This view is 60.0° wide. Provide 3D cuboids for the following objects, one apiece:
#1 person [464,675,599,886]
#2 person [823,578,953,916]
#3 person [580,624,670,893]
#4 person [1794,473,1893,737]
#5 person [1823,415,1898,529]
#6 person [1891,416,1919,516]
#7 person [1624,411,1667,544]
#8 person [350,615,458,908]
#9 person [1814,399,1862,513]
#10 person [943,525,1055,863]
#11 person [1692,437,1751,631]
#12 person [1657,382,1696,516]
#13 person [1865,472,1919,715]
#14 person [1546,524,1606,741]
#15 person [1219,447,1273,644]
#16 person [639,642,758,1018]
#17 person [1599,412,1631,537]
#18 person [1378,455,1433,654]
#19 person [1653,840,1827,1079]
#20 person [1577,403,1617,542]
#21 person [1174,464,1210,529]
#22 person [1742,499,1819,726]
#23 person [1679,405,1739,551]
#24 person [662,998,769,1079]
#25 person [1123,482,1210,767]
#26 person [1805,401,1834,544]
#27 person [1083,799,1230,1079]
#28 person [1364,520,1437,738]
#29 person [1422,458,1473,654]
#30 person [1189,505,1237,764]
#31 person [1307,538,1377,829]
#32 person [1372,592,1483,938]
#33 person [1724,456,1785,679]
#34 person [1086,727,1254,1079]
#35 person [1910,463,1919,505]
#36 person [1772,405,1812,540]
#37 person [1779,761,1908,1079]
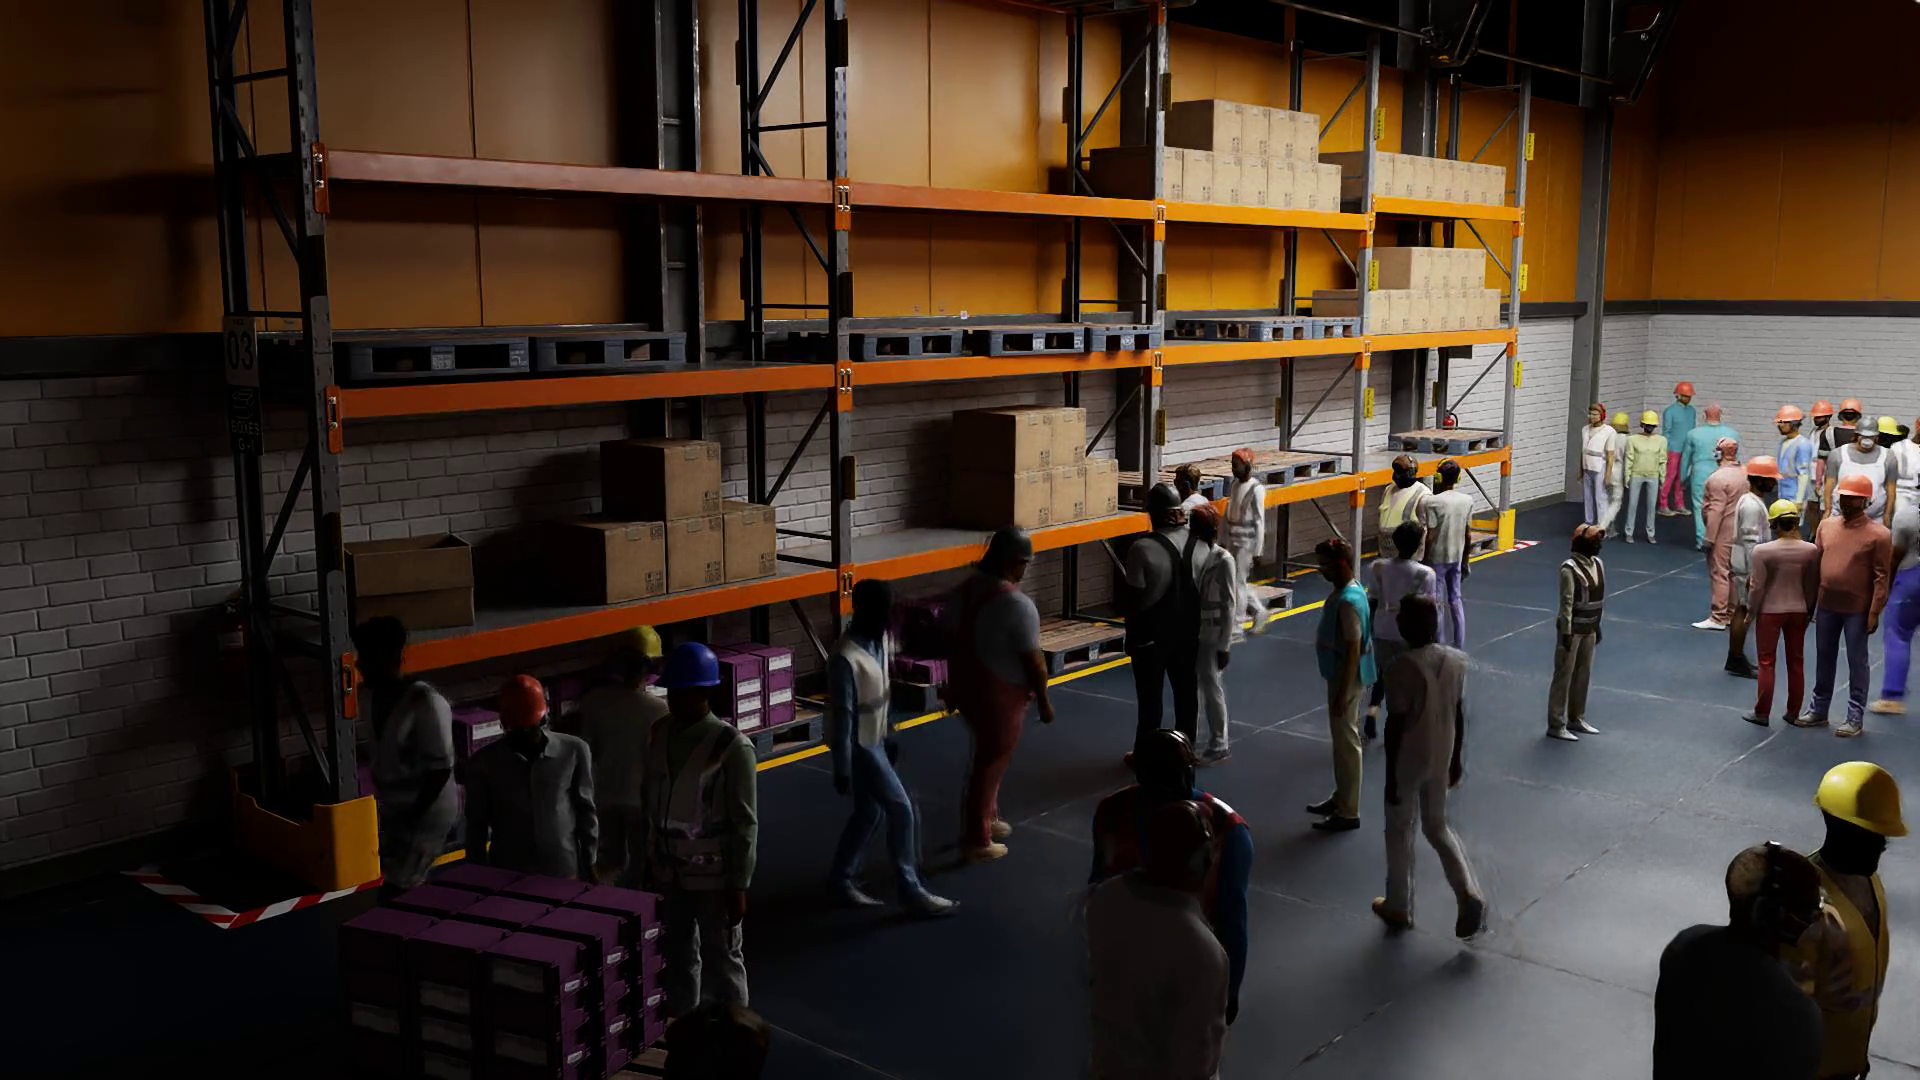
[{"bbox_3d":[-1.874,1.433,7.320,0.576,1.736,0.355,-3,9,-20],"label":"person"},{"bbox_3d":[-0.413,1.109,9.018,0.657,1.870,0.602,2,9,14],"label":"person"},{"bbox_3d":[-1.646,1.297,8.175,0.556,1.734,0.579,3,9,18],"label":"person"},{"bbox_3d":[6.706,0.482,12.611,0.375,1.997,0.612,-5,10,-29],"label":"person"},{"bbox_3d":[9.554,-0.326,17.683,0.686,2.000,0.538,4,10,26],"label":"person"},{"bbox_3d":[11.099,-0.529,19.551,0.718,1.874,0.676,0,9,1],"label":"person"},{"bbox_3d":[8.955,-0.815,21.740,0.526,1.760,0.340,2,9,10],"label":"person"},{"bbox_3d":[-2.542,1.275,7.772,0.628,1.913,0.606,8,12,41],"label":"person"},{"bbox_3d":[10.669,-0.689,20.080,0.617,2.028,0.410,4,10,26],"label":"person"},{"bbox_3d":[0.258,0.887,9.859,0.700,2.000,0.704,-6,11,-33],"label":"person"},{"bbox_3d":[7.512,-0.060,16.411,0.642,1.905,0.399,-7,11,-37],"label":"person"},{"bbox_3d":[10.562,-1.332,24.389,0.603,1.980,0.419,-5,10,-27],"label":"person"},{"bbox_3d":[7.594,0.383,13.107,0.859,2.000,0.634,0,9,1],"label":"person"},{"bbox_3d":[4.650,0.684,12.495,0.516,1.630,0.315,-7,11,-38],"label":"person"},{"bbox_3d":[2.730,0.042,15.856,0.651,1.868,0.602,-2,9,-15],"label":"person"},{"bbox_3d":[-1.107,1.379,6.975,0.605,1.951,0.384,6,11,33],"label":"person"},{"bbox_3d":[8.654,-0.844,22.085,0.734,1.711,0.487,-9,12,-44],"label":"person"},{"bbox_3d":[4.081,0.130,15.379,0.429,1.845,0.621,-5,10,-27],"label":"person"},{"bbox_3d":[2.121,1.760,4.560,0.366,1.936,0.630,-1,9,-6],"label":"person"},{"bbox_3d":[8.412,-0.887,21.958,0.389,1.837,0.563,-3,9,-18],"label":"person"},{"bbox_3d":[2.039,0.243,14.686,0.350,1.837,0.502,5,10,31],"label":"person"},{"bbox_3d":[6.322,0.565,12.845,0.524,1.760,0.326,0,9,-2],"label":"person"},{"bbox_3d":[9.607,-0.805,21.372,0.664,1.852,0.986,3,9,18],"label":"person"},{"bbox_3d":[-0.497,1.928,3.822,0.344,1.837,0.502,-2,9,-11],"label":"person"},{"bbox_3d":[1.427,0.592,11.757,0.681,2.000,0.535,-4,10,-25],"label":"person"},{"bbox_3d":[10.913,-0.804,21.126,0.388,1.930,0.544,-2,9,-11],"label":"person"},{"bbox_3d":[0.533,1.715,5.137,0.980,1.856,0.645,-5,10,-31],"label":"person"},{"bbox_3d":[3.232,0.693,12.257,0.540,1.677,0.522,6,11,36],"label":"person"},{"bbox_3d":[4.314,0.205,14.810,0.534,1.868,0.309,-3,9,-20],"label":"person"},{"bbox_3d":[1.714,0.685,11.807,0.501,1.874,0.620,-4,10,-24],"label":"person"},{"bbox_3d":[2.407,0.899,10.432,0.402,1.837,0.564,1,9,9],"label":"person"},{"bbox_3d":[2.438,1.179,8.655,0.525,1.825,0.679,-3,9,-19],"label":"person"},{"bbox_3d":[6.897,0.230,14.437,0.377,1.932,0.551,4,10,23],"label":"person"},{"bbox_3d":[0.748,1.575,6.104,0.624,1.835,0.431,5,10,27],"label":"person"},{"bbox_3d":[10.091,-0.187,17.115,0.553,1.935,0.364,8,12,41],"label":"person"},{"bbox_3d":[9.447,-0.519,18.973,0.424,2.031,0.622,0,9,1],"label":"person"},{"bbox_3d":[2.802,1.640,5.375,0.591,1.923,0.381,-8,12,-41],"label":"person"}]
